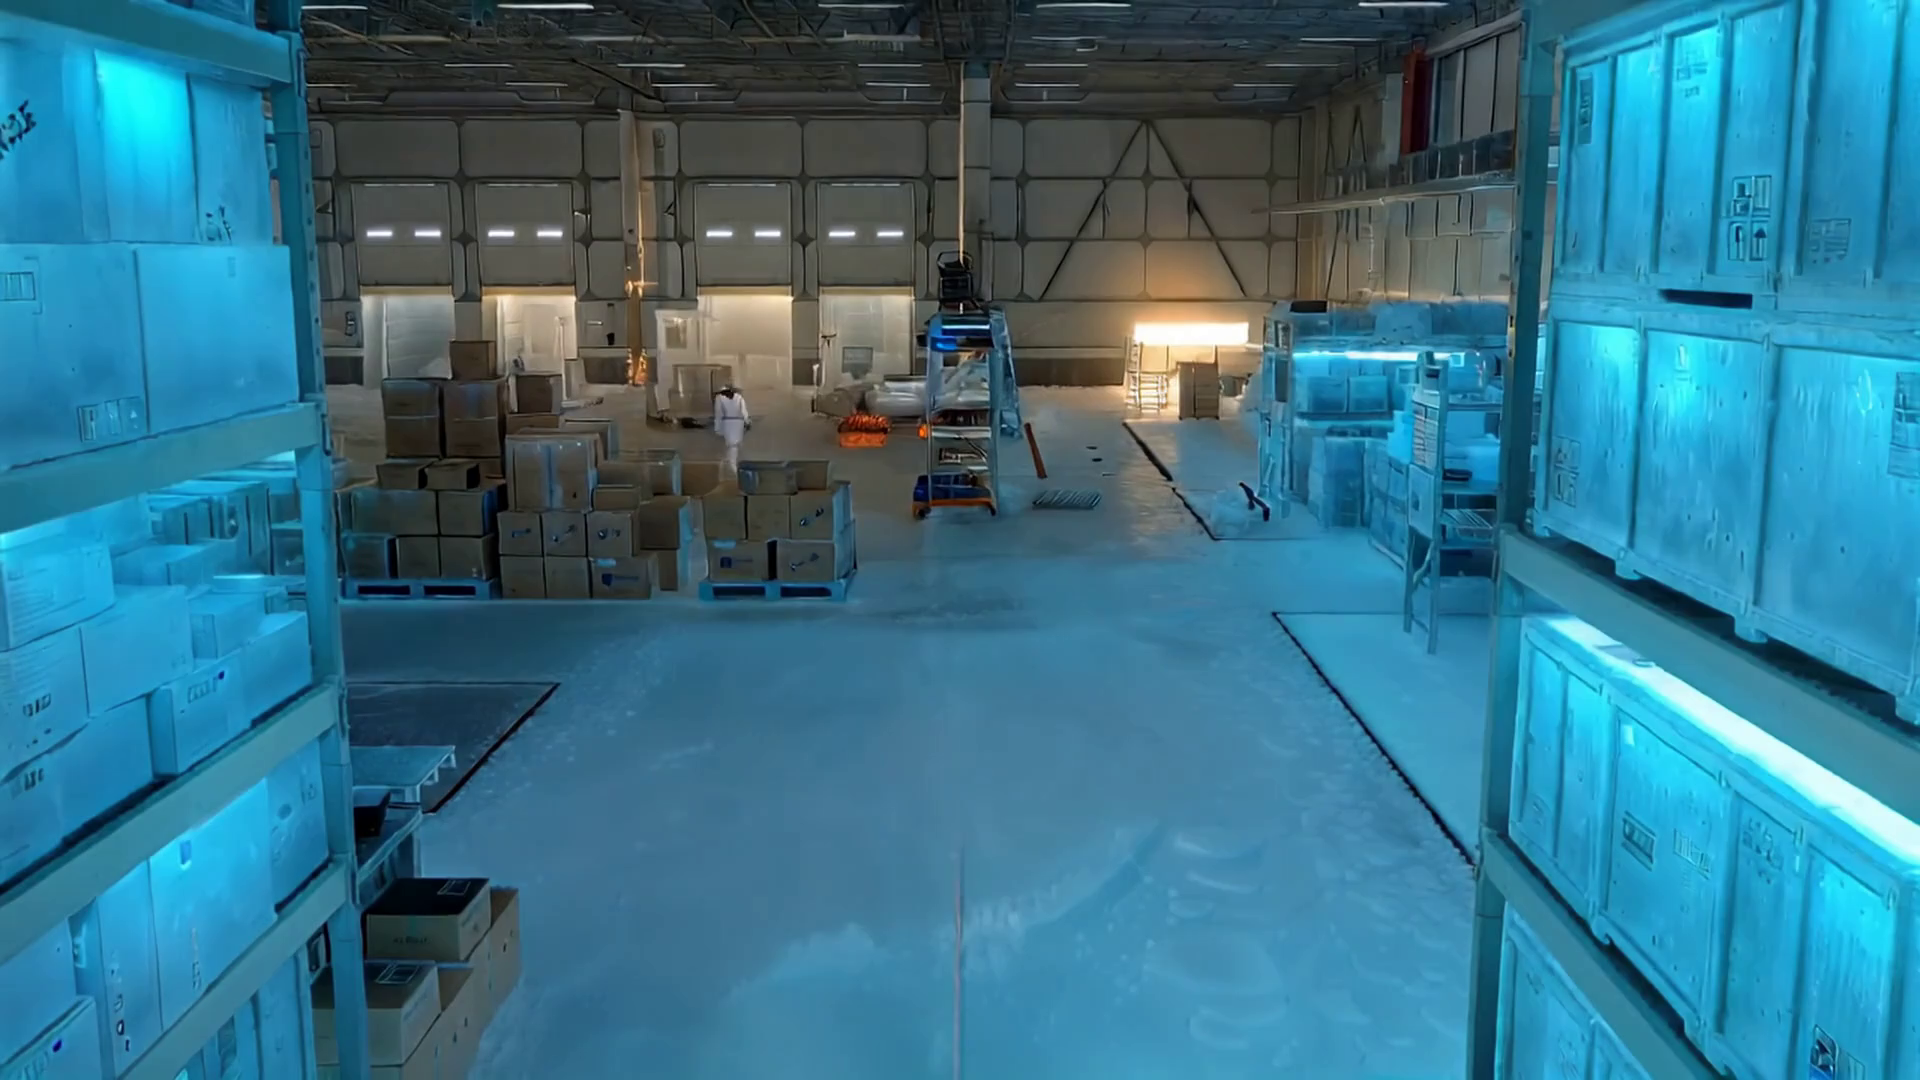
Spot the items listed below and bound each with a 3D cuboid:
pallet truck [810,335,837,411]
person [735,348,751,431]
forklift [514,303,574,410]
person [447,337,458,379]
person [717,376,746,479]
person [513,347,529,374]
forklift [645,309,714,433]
[{"bbox_3d":[-3.021,-4.312,43.126,1.885,1.965,0.823,3,10,17],"label":"pallet truck"},{"bbox_3d":[-5.059,-3.466,38.453,0.501,1.920,0.647,-4,11,-23],"label":"person"},{"bbox_3d":[-10.721,-4.667,42.626,1.129,2.768,1.873,0,10,1],"label":"forklift"},{"bbox_3d":[-13.150,-4.312,43.302,0.362,1.934,0.551,-9,14,-43],"label":"person"},{"bbox_3d":[-4.212,-2.063,30.445,0.558,1.900,0.734,-7,12,-36],"label":"person"},{"bbox_3d":[-11.250,-4.110,42.825,0.532,1.697,0.322,-8,13,-38],"label":"person"},{"bbox_3d":[-6.574,-3.962,38.561,1.129,2.768,1.873,-5,11,-27],"label":"forklift"}]
